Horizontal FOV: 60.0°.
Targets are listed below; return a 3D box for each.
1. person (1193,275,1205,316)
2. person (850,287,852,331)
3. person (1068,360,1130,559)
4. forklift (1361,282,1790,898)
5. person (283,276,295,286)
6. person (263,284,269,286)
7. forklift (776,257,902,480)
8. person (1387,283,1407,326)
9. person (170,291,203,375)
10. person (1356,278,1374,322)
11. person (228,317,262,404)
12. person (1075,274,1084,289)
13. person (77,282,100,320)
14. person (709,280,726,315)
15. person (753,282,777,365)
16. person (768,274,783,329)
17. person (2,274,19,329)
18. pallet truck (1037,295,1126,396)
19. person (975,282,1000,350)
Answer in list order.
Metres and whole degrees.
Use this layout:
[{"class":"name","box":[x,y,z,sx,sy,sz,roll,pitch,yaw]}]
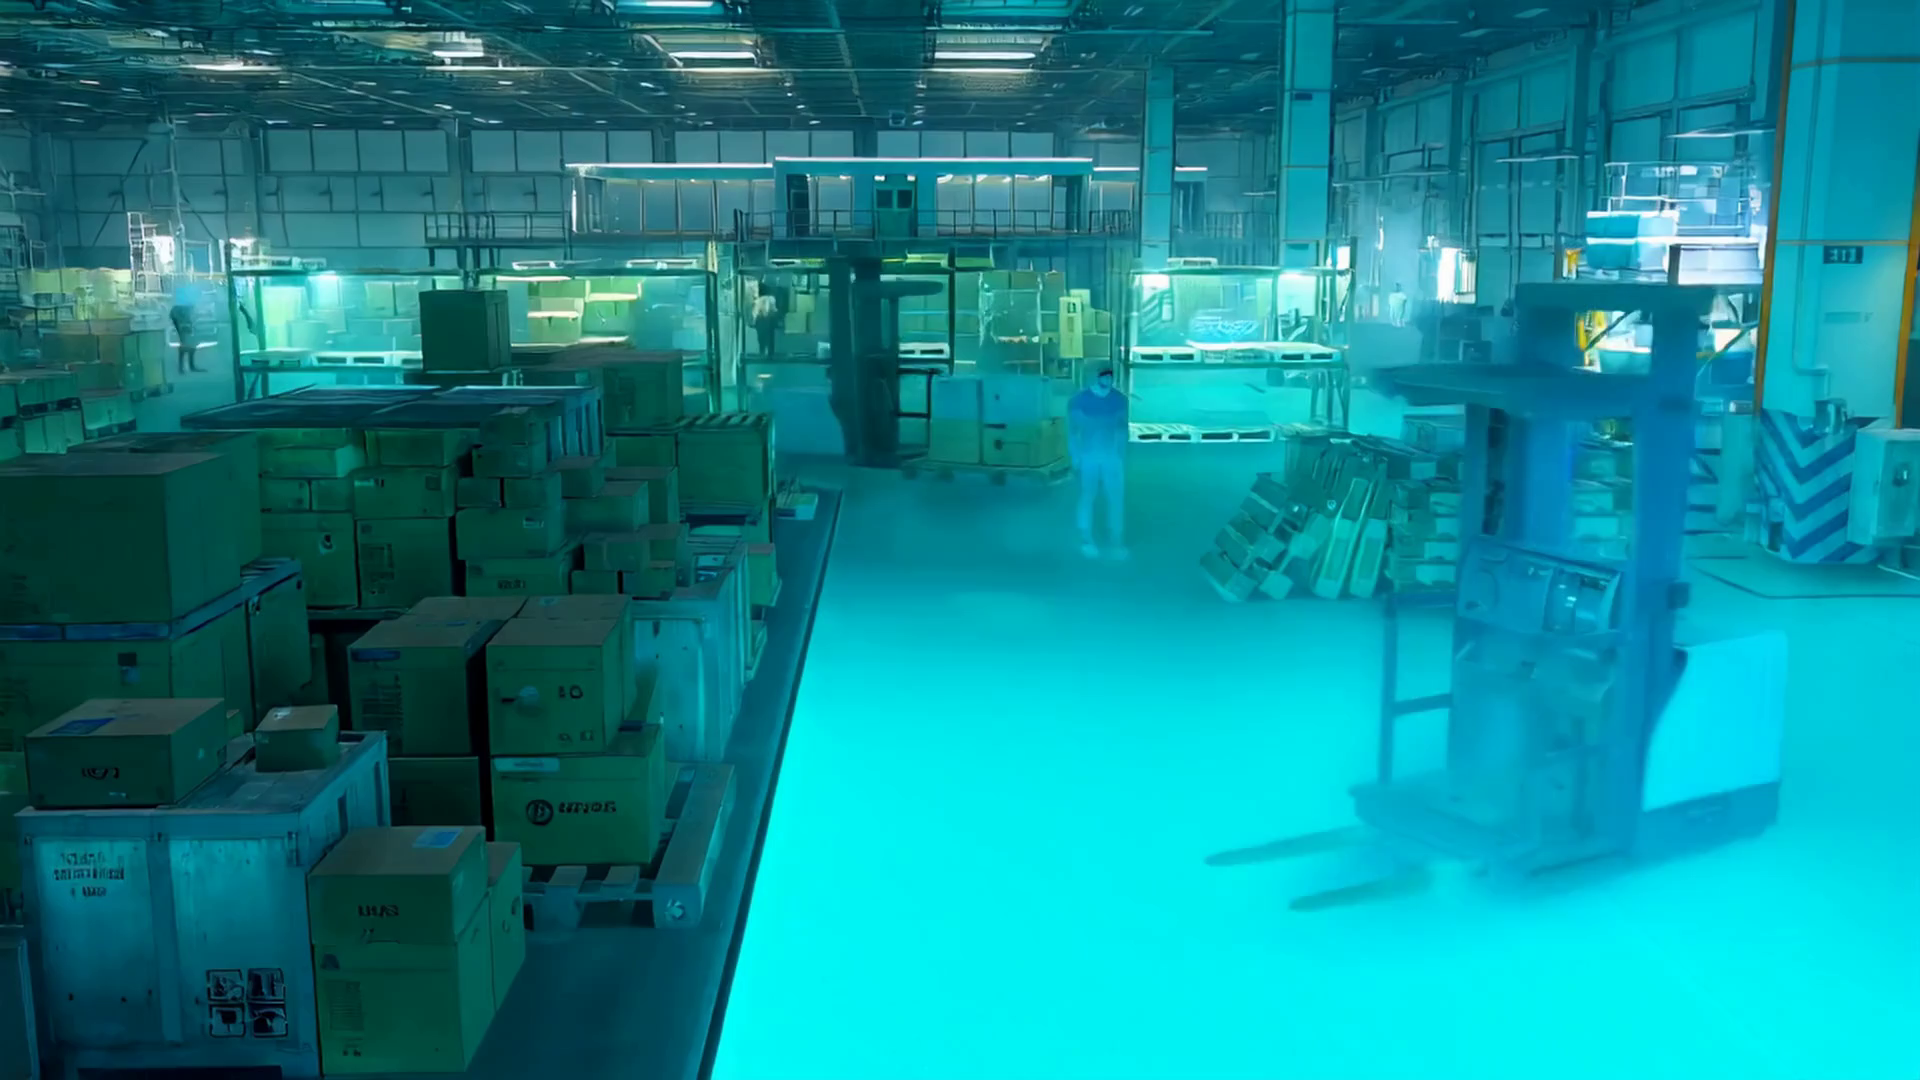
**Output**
[{"class":"person","box":[9.270,-9.461,64.570,0.504,1.847,0.345,6,12,31]},{"class":"person","box":[-3.054,-6.118,45.988,0.595,1.844,0.982,3,11,15]},{"class":"person","box":[1.348,-0.748,15.834,0.642,1.912,0.763,-3,11,-17]},{"class":"forklift","box":[3.154,0.123,8.293,1.873,2.768,1.129,-5,11,-27]},{"class":"person","box":[-28.016,-10.289,69.495,0.486,1.735,0.322,-9,14,-41]},{"class":"person","box":[-18.182,-5.735,43.617,0.581,1.909,0.765,4,11,21]},{"class":"forklift","box":[-1.377,-2.269,21.619,1.873,2.768,1.129,5,11,25]},{"class":"person","box":[12.990,-6.729,49.437,0.529,1.837,0.971,4,11,22]},{"class":"person","box":[-17.754,-4.763,38.204,0.371,1.927,0.739,5,11,25]},{"class":"person","box":[13.775,-8.004,56.601,0.626,1.802,0.916,3,11,16]},{"class":"person","box":[-11.774,-2.757,27.353,0.937,1.814,0.606,-10,14,-44]},{"class":"person","box":[4.212,-8.303,57.938,0.533,1.904,0.618,1,10,4]},{"class":"person","box":[-26.658,-6.973,50.872,0.598,1.784,0.924,-4,11,-19]},{"class":"person","box":[-7.489,-7.156,51.701,0.580,1.864,0.721,-9,14,-41]},{"class":"person","box":[-4.844,-5.326,40.993,0.535,2.000,0.688,7,12,34]},{"class":"person","box":[-6.562,-8.269,57.731,0.735,1.919,0.557,-3,11,-17]},{"class":"person","box":[-33.048,-8.278,57.756,0.496,1.925,0.573,1,10,6]},{"class":"pallet truck","box":[2.483,-3.881,33.060,1.885,1.965,0.823,-7,13,-36]},{"class":"person","box":[0.785,-6.321,46.893,0.834,1.919,0.617,-6,12,-32]}]
